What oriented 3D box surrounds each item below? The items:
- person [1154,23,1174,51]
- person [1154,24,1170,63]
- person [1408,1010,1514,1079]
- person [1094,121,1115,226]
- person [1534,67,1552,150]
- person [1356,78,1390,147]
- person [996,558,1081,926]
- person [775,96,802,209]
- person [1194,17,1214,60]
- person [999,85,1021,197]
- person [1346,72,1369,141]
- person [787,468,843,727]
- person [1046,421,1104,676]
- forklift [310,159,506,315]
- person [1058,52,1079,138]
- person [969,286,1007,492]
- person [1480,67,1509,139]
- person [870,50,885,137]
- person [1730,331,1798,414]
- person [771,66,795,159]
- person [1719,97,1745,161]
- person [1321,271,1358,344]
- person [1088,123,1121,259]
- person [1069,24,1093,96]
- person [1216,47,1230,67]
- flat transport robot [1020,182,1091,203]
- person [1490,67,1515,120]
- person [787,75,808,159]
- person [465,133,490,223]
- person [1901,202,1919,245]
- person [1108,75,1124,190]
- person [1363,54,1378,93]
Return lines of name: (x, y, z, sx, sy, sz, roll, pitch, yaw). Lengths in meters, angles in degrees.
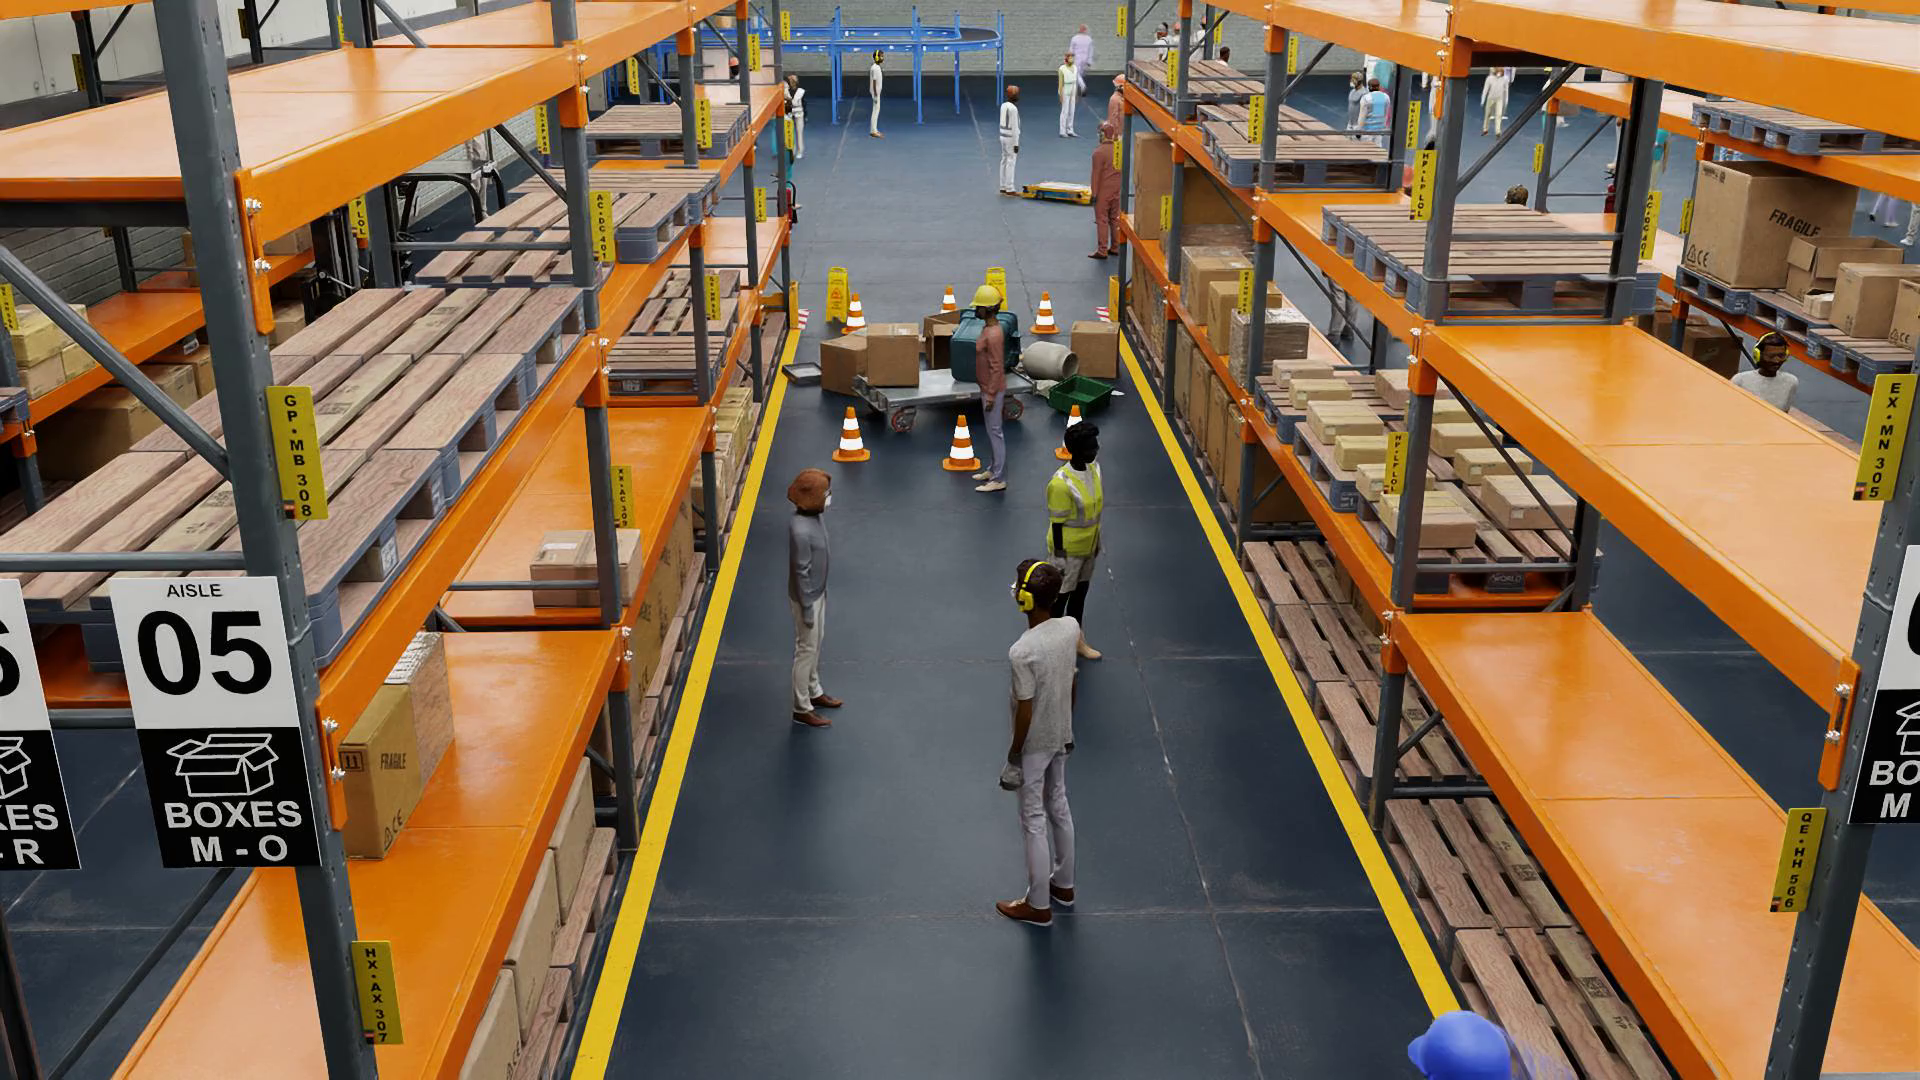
person: (5.282, -12.707, 44.080, 0.616, 1.932, 0.856, -14, 25, -33)
person: (5.001, -11.984, 42.030, 0.538, 2.000, 0.684, 8, 22, 20)
person: (1.427, 2.202, 4.690, 0.620, 1.925, 0.749, -9, 22, -22)
person: (2.290, -5.766, 26.174, 0.288, 1.629, 0.501, -3, 21, -8)
person: (12.162, -8.969, 34.444, 0.308, 1.769, 0.525, 12, 24, 28)
person: (7.569, -7.569, 30.647, 0.622, 1.838, 0.429, -9, 23, -23)
person: (0.378, 0.977, 8.010, 0.309, 1.868, 0.535, 15, 25, 35)
person: (-2.874, -6.435, 27.635, 0.337, 1.845, 0.514, -9, 23, -22)
person: (6.560, -12.989, 44.680, 0.605, 2.045, 0.379, 14, 25, 33)
person: (0.870, -6.910, 28.834, 0.337, 1.882, 0.585, -7, 22, -19)
person: (7.326, -7.669, 30.789, 0.387, 1.928, 0.638, -5, 21, -14)
person: (-0.892, 0.340, 10.038, 0.291, 1.625, 0.506, 2, 21, 6)
person: (0.741, 0.040, 10.735, 0.319, 1.693, 0.535, 14, 25, 33)
forklift: (-5.622, -2.910, 17.832, 2.313, 2.155, 1.214, -1, 21, -1)
person: (2.348, -9.729, 36.362, 0.395, 1.831, 0.576, 17, 27, 38)
person: (0.235, -1.284, 14.131, 0.323, 1.767, 0.533, -1, 21, -2)
person: (11.693, -9.587, 36.353, 0.575, 1.564, 0.910, 4, 21, 10)
person: (-1.817, -9.787, 36.479, 0.323, 1.861, 0.512, 1, 21, 3)
person: (5.831, -0.616, 12.219, 0.532, 1.871, 0.319, -1, 21, -2)
person: (-3.599, -8.599, 33.390, 0.570, 1.813, 0.664, 11, 24, 28)
person: (15.298, -8.377, 32.689, 0.395, 1.910, 0.586, -14, 25, -33)
person: (4.367, -3.211, 18.968, 0.602, 1.949, 0.395, -15, 26, -35)
person: (2.065, -4.981, 23.728, 0.397, 1.899, 0.638, 17, 26, 37)
person: (3.228, -12.861, 44.589, 0.659, 1.863, 0.851, -11, 23, -27)
person: (5.743, -9.927, 36.786, 0.401, 1.906, 0.598, -5, 21, -12)
flat transport robot: (1.814, -6.010, 28.702, 1.431, 0.197, 0.652, 13, 24, 31)
person: (12.873, -10.974, 39.513, 0.588, 1.930, 0.363, 7, 22, 18)
person: (-3.314, -8.474, 33.320, 0.550, 1.626, 0.386, 2, 21, 5)
person: (-7.625, -5.910, 26.389, 0.319, 1.742, 0.492, 5, 21, 13)
person: (14.330, -5.240, 24.629, 0.484, 1.737, 0.322, 2, 21, 6)
person: (2.819, -7.273, 29.655, 0.393, 1.985, 0.610, 4, 21, 12)
person: (10.730, -12.361, 43.259, 0.567, 1.879, 0.353, -13, 24, -31)
